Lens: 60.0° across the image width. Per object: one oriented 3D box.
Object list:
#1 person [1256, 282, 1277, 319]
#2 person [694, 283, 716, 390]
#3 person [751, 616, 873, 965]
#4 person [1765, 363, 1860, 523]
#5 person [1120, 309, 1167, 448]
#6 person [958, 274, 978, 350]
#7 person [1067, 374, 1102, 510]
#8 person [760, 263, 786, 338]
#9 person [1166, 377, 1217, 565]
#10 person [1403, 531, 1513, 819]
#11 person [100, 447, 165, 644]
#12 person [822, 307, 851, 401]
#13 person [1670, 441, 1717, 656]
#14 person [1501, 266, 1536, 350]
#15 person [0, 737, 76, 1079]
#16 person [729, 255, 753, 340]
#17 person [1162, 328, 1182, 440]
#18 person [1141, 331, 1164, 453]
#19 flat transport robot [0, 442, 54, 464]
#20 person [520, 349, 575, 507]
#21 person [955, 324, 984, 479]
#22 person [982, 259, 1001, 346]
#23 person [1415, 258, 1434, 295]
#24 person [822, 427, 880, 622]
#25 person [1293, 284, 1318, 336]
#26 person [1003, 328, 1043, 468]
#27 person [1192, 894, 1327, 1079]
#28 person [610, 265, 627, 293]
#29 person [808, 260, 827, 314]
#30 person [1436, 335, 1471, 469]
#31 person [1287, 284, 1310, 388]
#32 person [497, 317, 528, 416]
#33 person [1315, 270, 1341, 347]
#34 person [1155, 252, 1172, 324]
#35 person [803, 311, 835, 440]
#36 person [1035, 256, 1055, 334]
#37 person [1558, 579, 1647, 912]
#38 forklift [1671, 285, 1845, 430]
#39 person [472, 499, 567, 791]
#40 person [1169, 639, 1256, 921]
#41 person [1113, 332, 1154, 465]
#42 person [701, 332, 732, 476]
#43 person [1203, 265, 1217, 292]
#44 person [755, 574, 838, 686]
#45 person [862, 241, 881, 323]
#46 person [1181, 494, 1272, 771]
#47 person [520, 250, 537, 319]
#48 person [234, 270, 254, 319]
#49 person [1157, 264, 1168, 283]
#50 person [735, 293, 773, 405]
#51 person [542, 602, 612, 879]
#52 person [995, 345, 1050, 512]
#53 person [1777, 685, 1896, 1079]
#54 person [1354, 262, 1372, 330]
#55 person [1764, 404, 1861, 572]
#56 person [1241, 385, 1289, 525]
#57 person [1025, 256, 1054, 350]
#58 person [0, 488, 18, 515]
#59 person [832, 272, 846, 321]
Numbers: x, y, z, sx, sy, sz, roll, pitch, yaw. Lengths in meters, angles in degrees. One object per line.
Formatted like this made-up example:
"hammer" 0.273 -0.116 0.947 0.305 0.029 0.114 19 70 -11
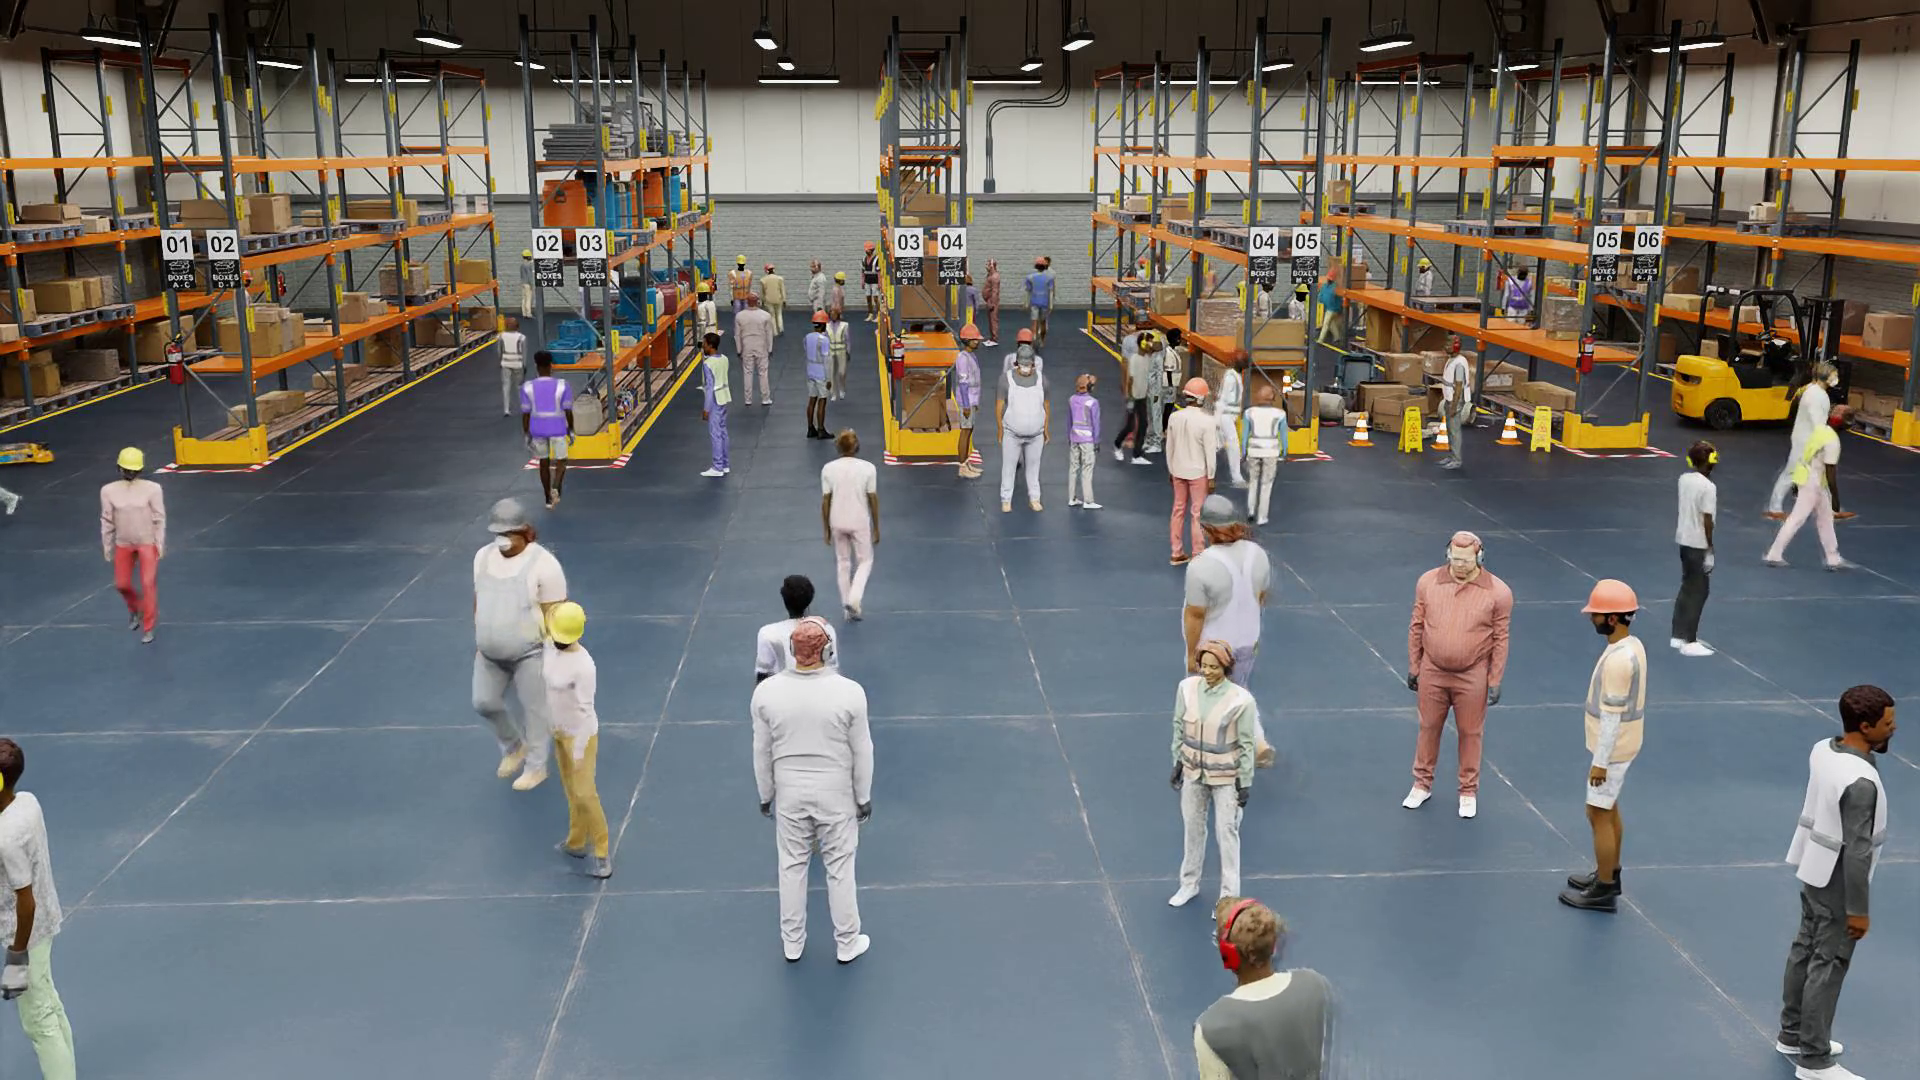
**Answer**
"person" 5.723 -3.996 31.227 0.407 2.035 0.604 2 13 7
"person" -4.618 -3.690 30.143 0.372 1.925 0.595 3 14 14
"person" -0.768 1.337 8.887 0.637 1.911 0.403 2 13 9
"person" 9.945 -1.099 19.251 1.016 1.886 0.648 10 17 37
"person" 2.633 -2.363 24.278 0.687 2.000 0.535 -5 14 -19
"person" 0.148 -4.946 36.119 0.504 1.628 0.276 4 14 18
"person" 1.502 -1.194 20.182 0.314 1.640 0.516 -11 17 -38
"person" -4.342 -5.548 38.470 0.573 1.714 0.669 -3 14 -14
"person" 2.421 -0.698 17.319 0.392 1.995 0.612 -12 18 -42
"person" 3.234 0.870 10.882 0.640 1.904 0.409 7 15 27
"person" -7.318 0.033 14.767 0.547 1.747 0.475 -3 14 -12
"person" -2.155 -3.200 28.697 0.539 1.630 0.398 0 13 -1
"person" 6.401 0.073 14.429 0.307 1.837 0.676 -1 13 -4
"person" 12.090 -5.004 35.990 0.697 1.796 0.827 3 14 13
"person" -4.098 1.742 7.249 0.326 1.874 0.519 -6 15 -23
"person" -4.989 -5.552 38.041 0.588 1.923 0.383 -8 15 -30
"person" 3.156 -2.334 24.918 0.320 1.686 0.539 3 14 11
"person" 2.754 -2.132 23.939 0.294 1.744 0.487 -4 14 -18
"flat transport robot" -13.368 -1.163 22.985 1.431 0.197 0.652 -8 15 -30
"person" -4.969 -1.322 20.054 0.621 1.952 0.636 -1 13 -5
"person" 0.131 -1.841 22.061 0.371 2.044 0.608 2 13 8
"person" 0.686 -5.249 36.791 0.407 1.908 0.641 -1 13 -4
"person" 10.718 -5.589 38.426 0.405 1.824 0.585 0 13 0
"person" -1.003 -0.117 15.201 0.530 1.835 0.509 2 13 10
"person" 6.969 -4.387 33.590 0.532 1.696 0.319 1 13 2
"person" 0.851 -1.955 22.870 0.557 1.903 0.950 1 13 5
"person" 1.083 2.136 5.714 0.569 1.811 0.795 -7 15 -27
"person" -7.809 -5.493 37.878 0.574 1.883 0.355 -12 18 -41
"person" -3.125 -5.168 36.453 0.402 1.904 0.652 -2 13 -10
"person" 6.755 -1.884 22.698 0.384 1.837 0.560 1 13 4
"person" 6.177 -3.751 30.400 0.370 1.927 0.588 7 15 28
"person" -7.341 -2.854 27.323 0.527 1.593 0.884 0 13 0
"person" 8.176 -5.122 36.713 0.876 1.701 0.573 -6 15 -25
"person" 4.835 -6.022 40.185 0.585 1.854 0.630 -6 14 -23
"person" -2.101 -2.478 25.013 0.384 1.928 0.546 -12 18 -42
"person" 1.971 -5.790 39.226 0.557 1.841 0.697 3 14 12
"person" 3.713 1.171 9.571 0.389 1.923 0.549 7 15 26
"forklift" 12.503 -2.886 26.166 2.313 2.155 1.214 -1 13 -3
"person" -3.019 0.705 11.279 0.703 2.000 0.536 4 14 18
"person" 1.437 1.347 9.450 0.519 1.633 0.314 11 17 39
"person" 2.404 -1.966 23.049 0.647 1.824 0.608 11 17 39
"person" -3.262 -1.814 22.207 0.392 1.922 0.592 3 14 13
"person" 6.079 -6.017 40.659 0.572 1.612 0.499 -8 15 -29
"person" -1.019 1.048 10.623 0.537 1.673 0.768 -6 15 -24
"person" -2.232 -6.461 41.669 0.613 2.031 0.402 10 17 36
"person" 1.794 0.671 11.425 0.692 2.000 0.647 -7 15 -29
"person" -11.050 -6.529 42.514 0.327 1.769 0.525 -10 16 -35
"person" -13.909 -4.255 32.415 0.405 1.989 0.622 -10 16 -36
"person" 4.786 -5.739 39.472 0.277 1.627 0.502 -1 13 -4
"person" -3.486 -3.245 28.299 0.636 1.911 0.404 1 13 3
"person" -2.366 1.167 10.025 0.325 1.721 0.644 -10 17 -36
"person" 0.774 -1.344 19.961 0.676 2.000 0.536 -2 13 -10
"person" 4.090 1.594 7.775 0.390 1.920 0.587 2 13 10
"person" 9.678 -5.863 39.976 0.501 1.633 0.285 -9 16 -33
"person" 8.834 -0.521 17.053 0.976 1.767 0.572 6 14 23
"person" 3.554 -0.991 19.376 0.525 1.621 0.519 6 15 25
"person" 1.718 -5.119 36.018 0.613 2.020 0.878 1 13 5
"person" -11.423 -1.030 19.341 0.513 1.709 0.618 10 17 36
"person" -2.552 -4.773 35.097 0.331 1.761 0.539 1 13 5
